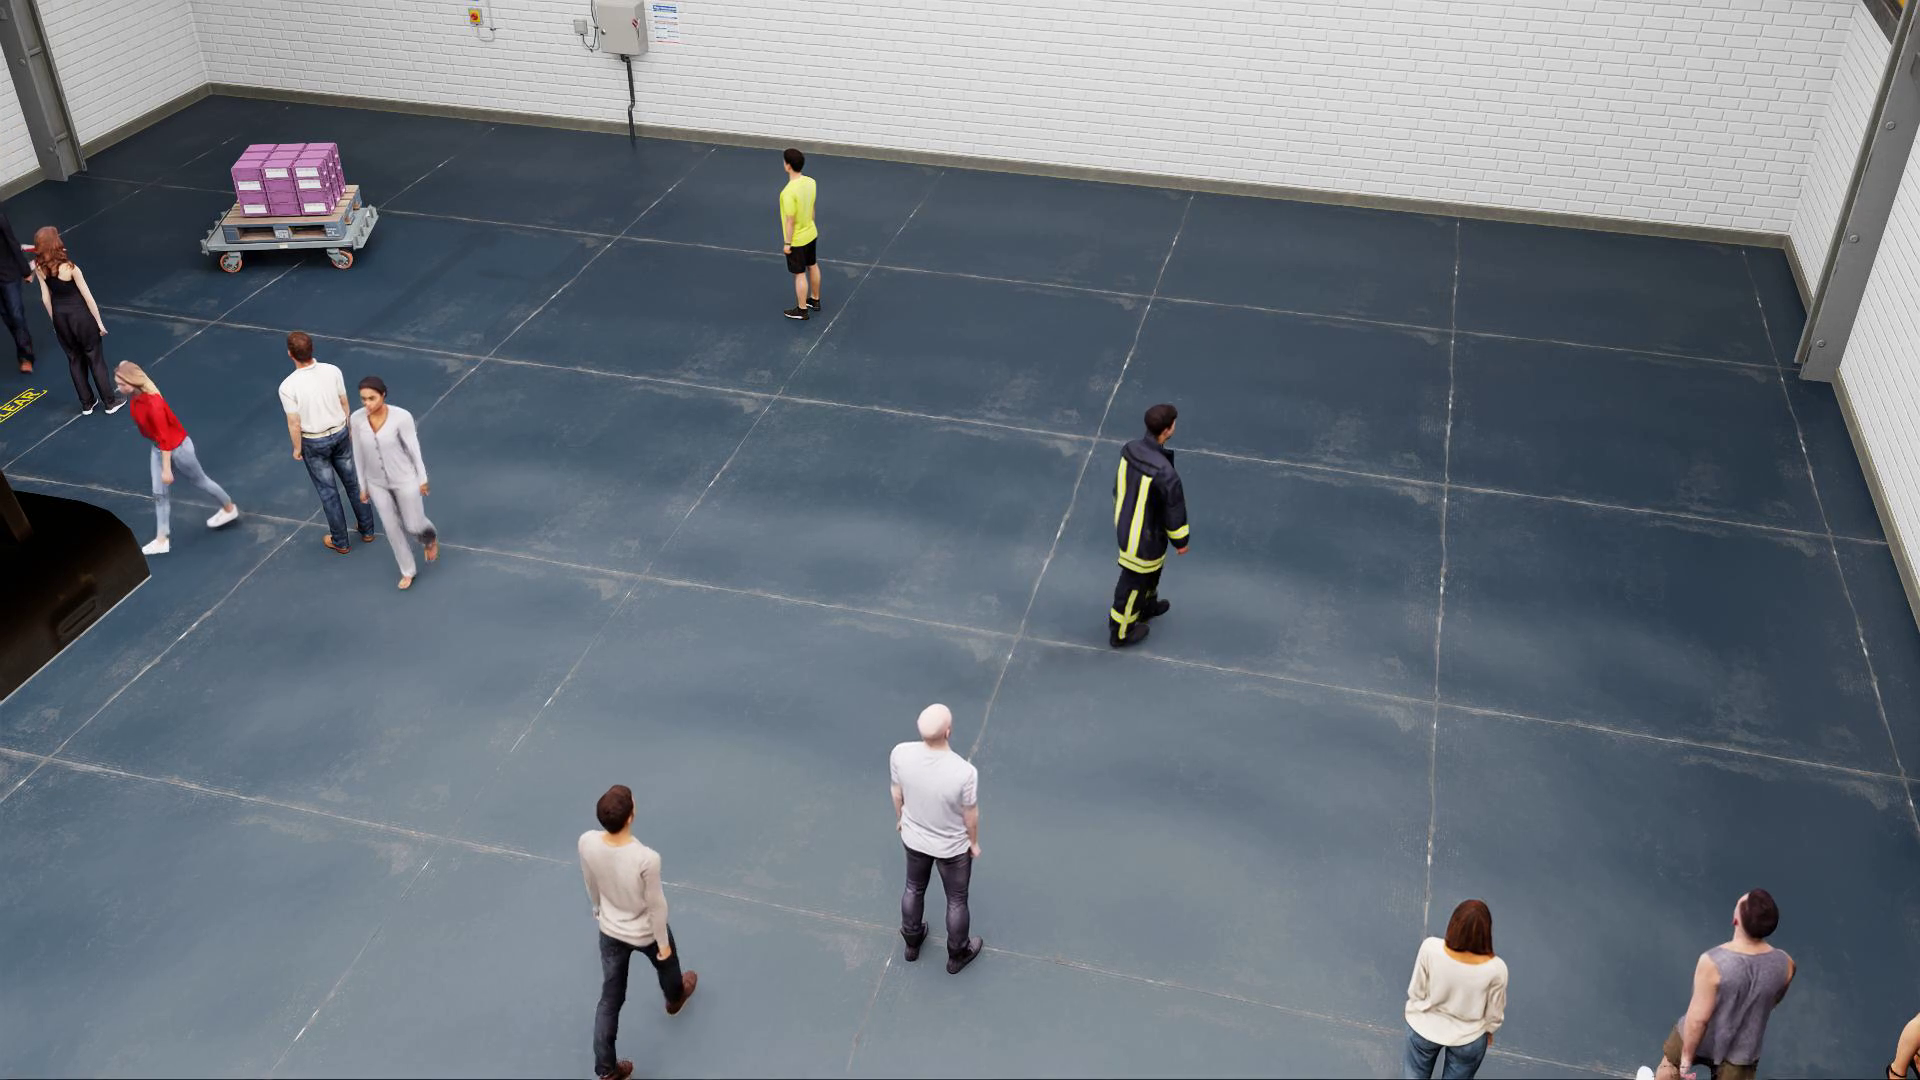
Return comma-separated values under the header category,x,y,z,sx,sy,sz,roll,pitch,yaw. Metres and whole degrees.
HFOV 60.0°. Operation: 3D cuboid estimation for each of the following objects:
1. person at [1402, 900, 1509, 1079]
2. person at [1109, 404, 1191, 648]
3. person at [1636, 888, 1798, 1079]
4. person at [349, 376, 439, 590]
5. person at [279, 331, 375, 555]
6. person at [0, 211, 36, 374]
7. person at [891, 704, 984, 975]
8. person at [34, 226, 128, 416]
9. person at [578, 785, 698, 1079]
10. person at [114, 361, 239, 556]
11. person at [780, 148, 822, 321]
category,x,y,z,sx,sy,sz,roll,pitch,yaw
person,2.402,2.399,8.186,0.639,1.682,0.578,14,36,19
person,1.213,-0.057,11.679,1.072,1.905,1.008,-13,36,-19
person,3.690,2.470,8.006,0.767,1.810,1.216,3,34,4
person,-4.243,-0.491,12.498,0.746,1.722,0.855,0,34,1
person,-4.869,-0.756,12.775,0.809,1.856,0.688,28,43,36
person,-8.918,-2.466,15.426,1.046,1.769,1.210,-9,35,-13
person,-0.136,1.646,9.184,0.685,1.832,0.624,14,36,19
person,-7.810,-1.927,14.636,0.645,1.746,0.598,-1,34,-1
person,-1.740,2.065,8.555,0.694,1.829,1.184,10,35,15
person,-6.040,-0.709,12.900,1.182,1.638,0.921,-28,43,-36
person,-1.554,-3.004,16.292,0.734,1.708,0.573,19,38,26
